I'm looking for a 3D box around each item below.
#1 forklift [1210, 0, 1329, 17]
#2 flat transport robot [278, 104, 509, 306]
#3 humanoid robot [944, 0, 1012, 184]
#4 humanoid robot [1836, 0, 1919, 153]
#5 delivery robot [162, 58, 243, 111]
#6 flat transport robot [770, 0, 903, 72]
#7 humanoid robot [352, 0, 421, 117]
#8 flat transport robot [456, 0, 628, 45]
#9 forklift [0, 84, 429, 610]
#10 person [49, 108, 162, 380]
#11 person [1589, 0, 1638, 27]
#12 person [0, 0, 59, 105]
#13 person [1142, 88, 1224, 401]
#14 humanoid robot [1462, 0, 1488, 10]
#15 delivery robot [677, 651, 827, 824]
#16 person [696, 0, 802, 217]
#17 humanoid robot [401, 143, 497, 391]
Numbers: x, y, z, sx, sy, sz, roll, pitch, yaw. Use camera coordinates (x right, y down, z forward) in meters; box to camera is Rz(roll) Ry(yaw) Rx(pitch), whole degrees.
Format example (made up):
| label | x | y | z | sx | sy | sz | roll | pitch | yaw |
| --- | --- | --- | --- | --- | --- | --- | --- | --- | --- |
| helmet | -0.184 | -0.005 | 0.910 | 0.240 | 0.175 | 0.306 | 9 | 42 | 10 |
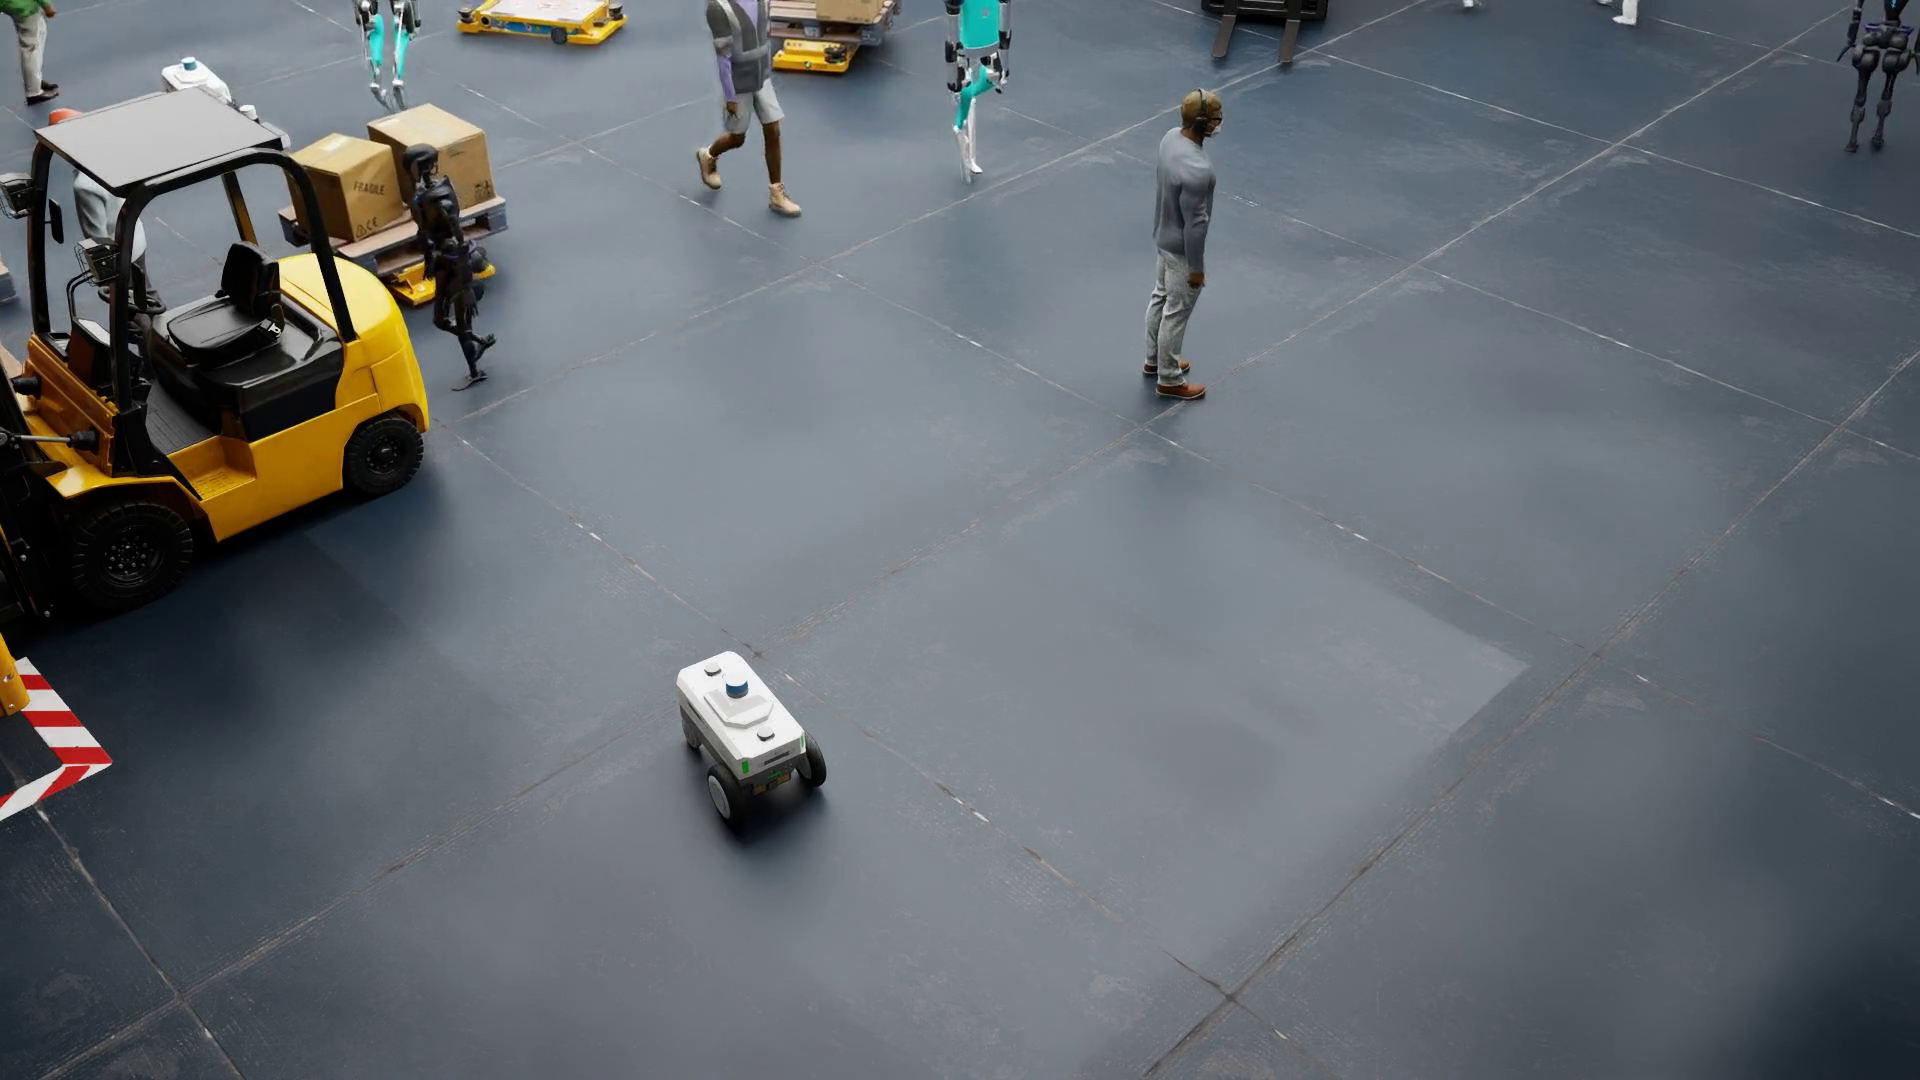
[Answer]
| label | x | y | z | sx | sy | sz | roll | pitch | yaw |
| --- | --- | --- | --- | --- | --- | --- | --- | --- | --- |
| forklift | 3.106 | -6.400 | 15.960 | 1.214 | 2.155 | 2.313 | 8 | 37 | 10 |
| flat transport robot | -3.969 | -2.072 | 11.770 | 1.431 | 0.231 | 0.659 | 30 | 46 | 34 |
| humanoid robot | 0.034 | -3.514 | 12.522 | 0.557 | 1.854 | 0.761 | -18 | 40 | -22 |
| humanoid robot | 7.220 | -3.855 | 12.991 | 0.599 | 1.648 | 0.370 | 18 | 40 | 23 |
| delivery robot | -6.233 | -3.632 | 13.636 | 0.499 | 0.613 | 0.807 | -25 | 43 | -30 |
| flat transport robot | -1.211 | -4.627 | 15.191 | 0.659 | 0.231 | 1.431 | 7 | 37 | 9 |
| humanoid robot | -4.577 | -4.051 | 13.233 | 0.540 | 1.830 | 0.700 | -1 | 37 | -2 |
| flat transport robot | -3.902 | -4.877 | 15.525 | 1.431 | 0.231 | 0.659 | 9 | 38 | 12 |
| forklift | -4.145 | -1.093 | 8.856 | 2.313 | 2.155 | 1.214 | -31 | 47 | -34 |
| person | -5.187 | -1.806 | 10.185 | 0.350 | 1.739 | 0.568 | -3 | 37 | -4 |
| person | 6.207 | -5.647 | 15.451 | 0.655 | 1.589 | 0.572 | 25 | 44 | 30 |
| person | -7.766 | -4.481 | 13.761 | 0.574 | 1.744 | 0.500 | 22 | 42 | 27 |
| person | 1.330 | -1.763 | 9.964 | 0.351 | 1.936 | 0.634 | -6 | 37 | -8 |
| humanoid robot | 4.868 | -5.805 | 15.586 | 0.553 | 1.818 | 0.814 | 7 | 37 | 9 |
| delivery robot | -0.993 | 0.864 | 7.602 | 0.499 | 0.596 | 0.795 | -22 | 42 | -26 |
| person | -1.591 | -3.364 | 12.052 | 0.877 | 2.011 | 0.600 | 27 | 44 | 31 |
| humanoid robot | -3.041 | -1.659 | 10.053 | 0.439 | 1.640 | 0.609 | -28 | 45 | -32 |
